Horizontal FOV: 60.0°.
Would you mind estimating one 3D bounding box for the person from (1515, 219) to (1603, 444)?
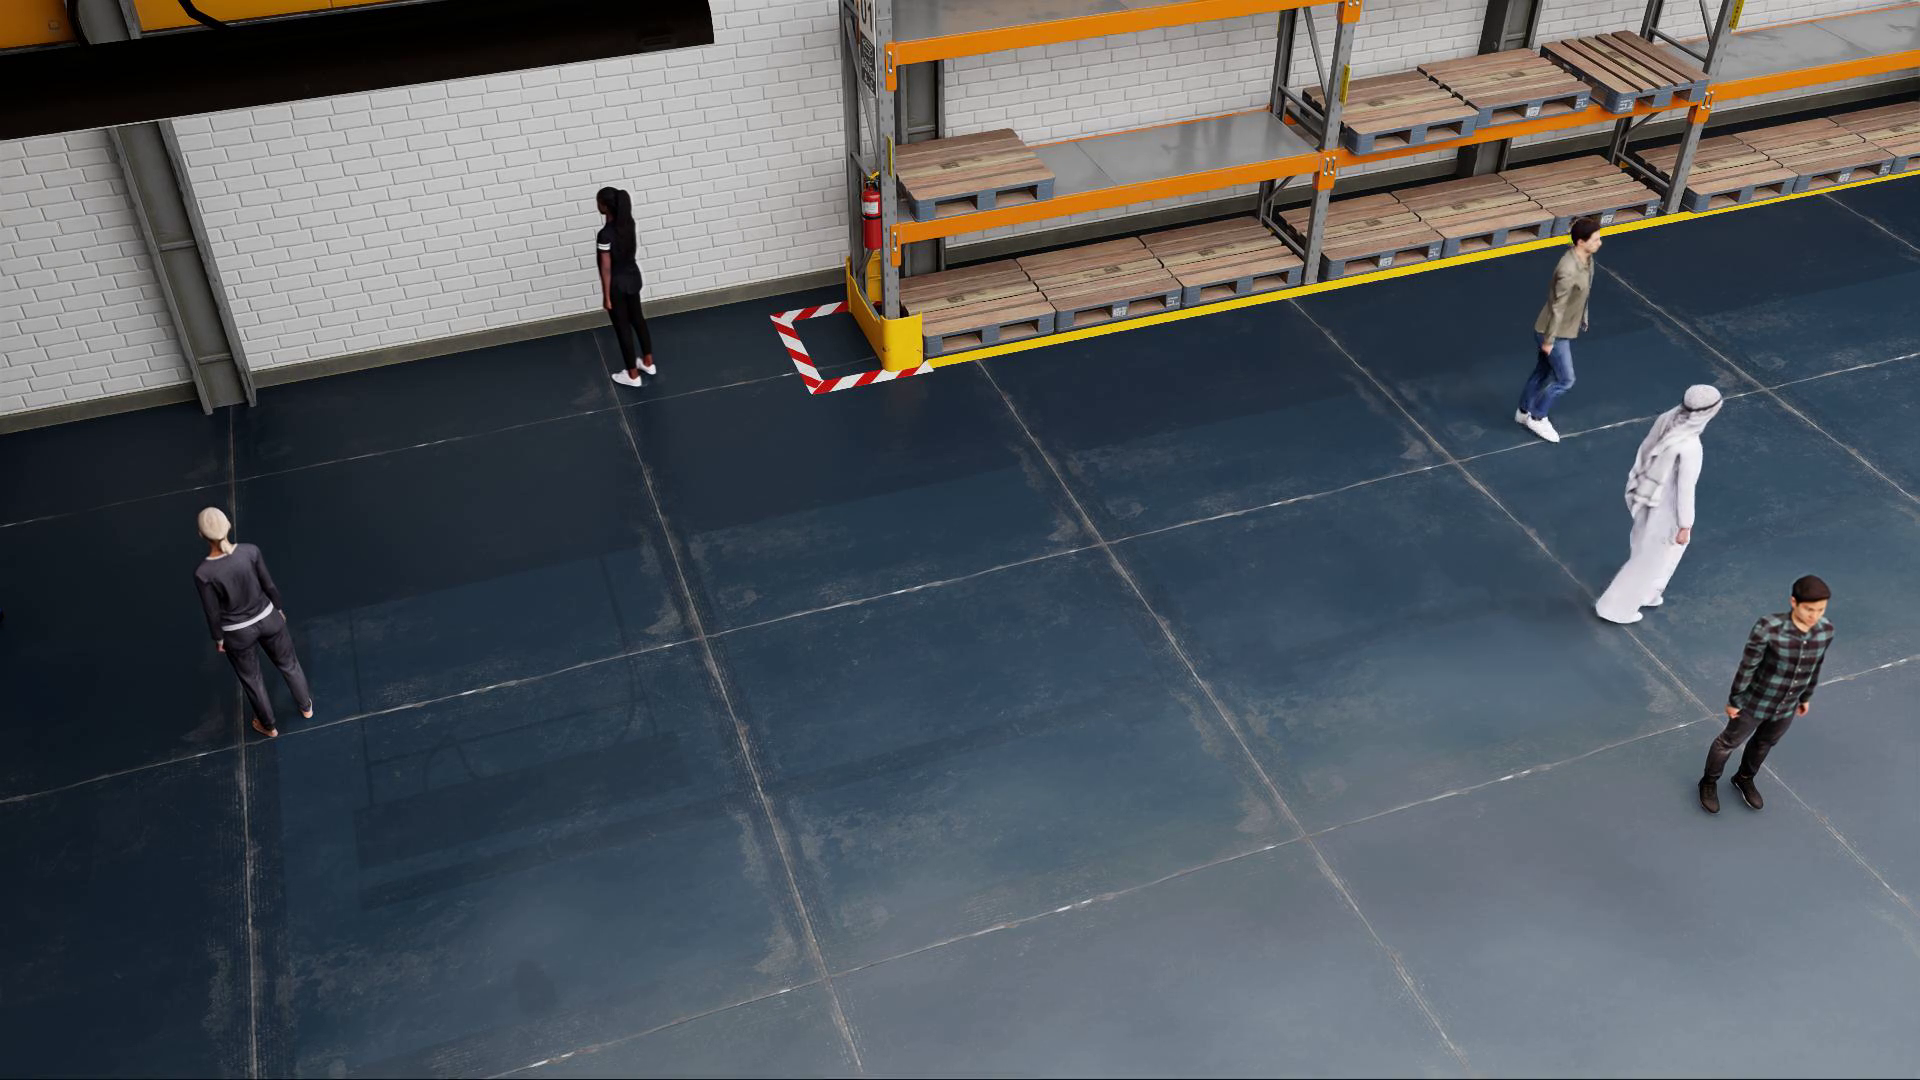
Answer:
[{"bbox_3d":[4.530,-1.662,12.838,0.879,1.853,0.809,19,42,22],"label":"person"}]

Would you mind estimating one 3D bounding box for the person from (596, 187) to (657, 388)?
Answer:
[{"bbox_3d":[-2.721,-2.048,13.421,0.740,1.729,0.691,13,41,16],"label":"person"}]

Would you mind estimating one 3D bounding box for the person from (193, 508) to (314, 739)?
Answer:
[{"bbox_3d":[-4.377,0.498,10.237,0.588,1.725,0.735,-29,47,-32],"label":"person"}]

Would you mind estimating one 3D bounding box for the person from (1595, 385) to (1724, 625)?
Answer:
[{"bbox_3d":[4.527,-0.221,10.988,0.924,1.911,0.864,0,39,0],"label":"person"}]

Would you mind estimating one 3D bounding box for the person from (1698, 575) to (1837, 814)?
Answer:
[{"bbox_3d":[4.735,0.896,9.691,0.584,1.713,0.769,-3,39,-4],"label":"person"}]
